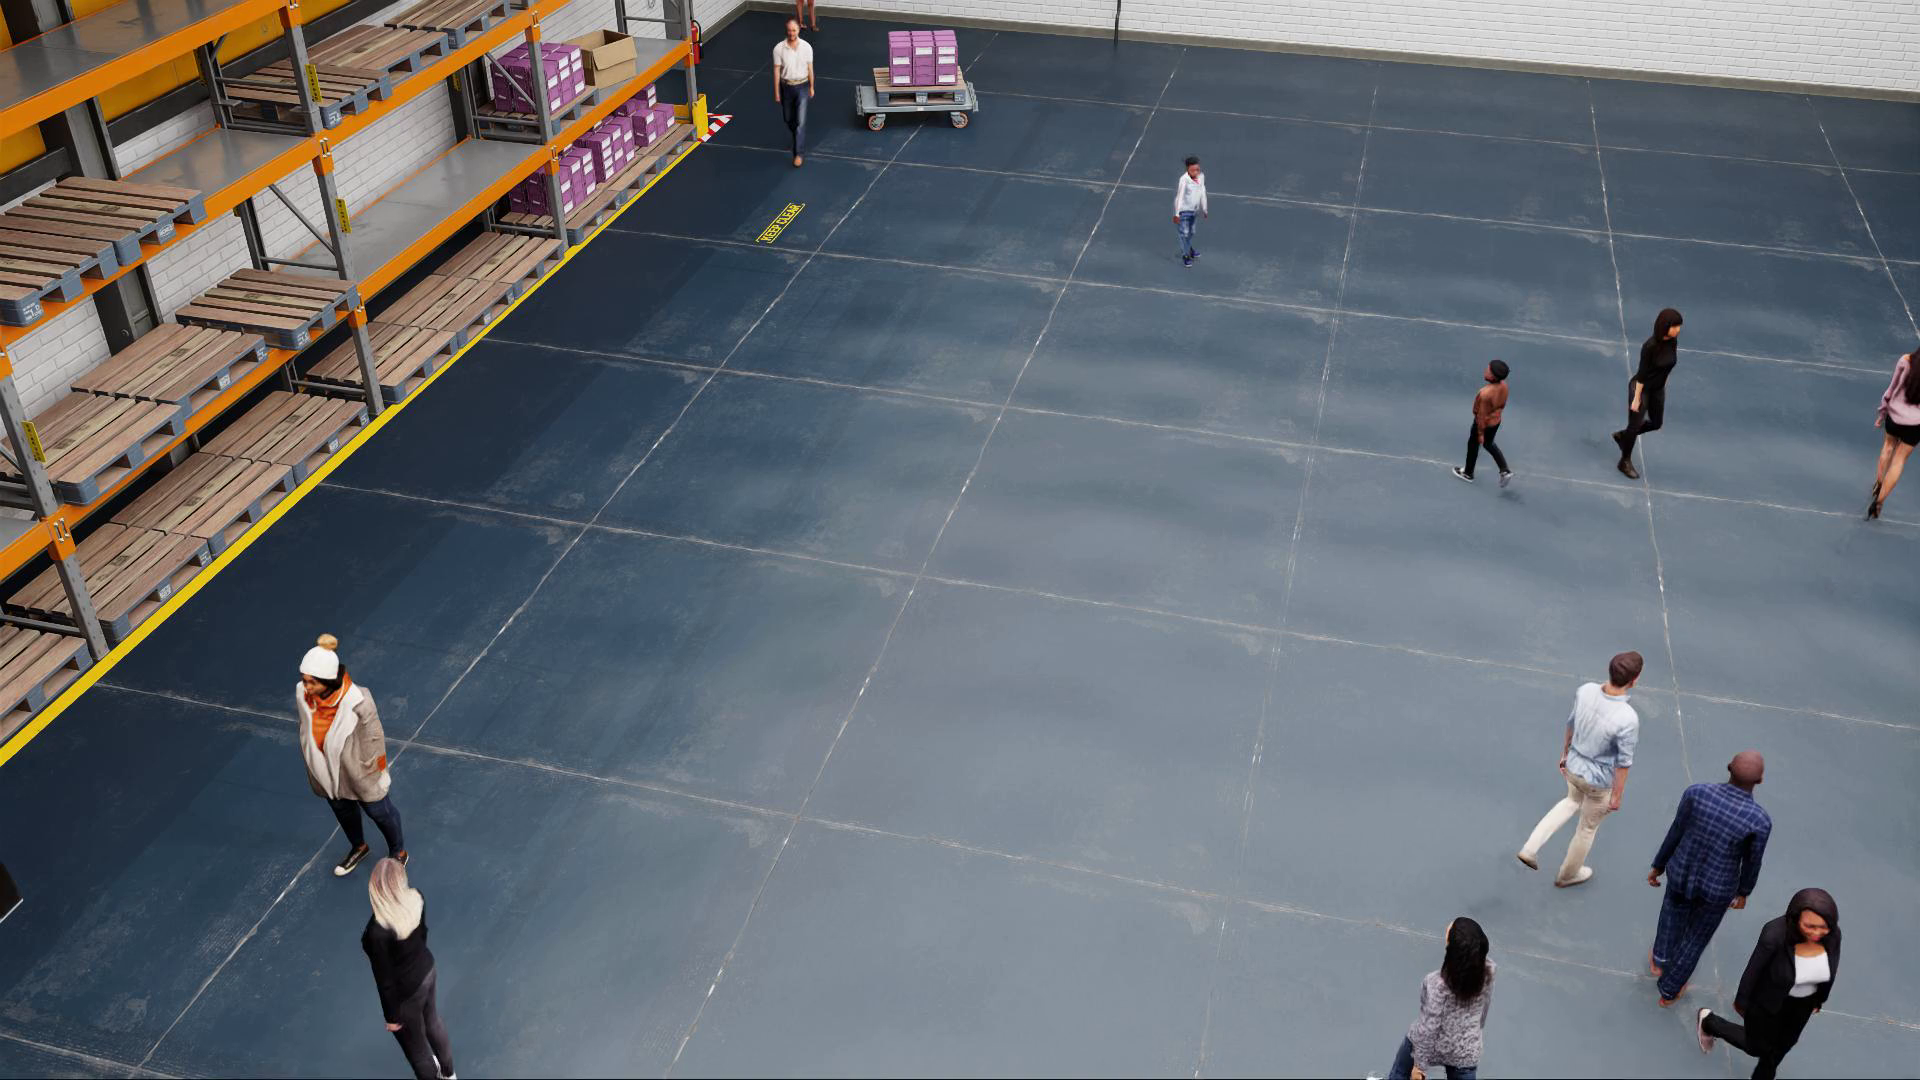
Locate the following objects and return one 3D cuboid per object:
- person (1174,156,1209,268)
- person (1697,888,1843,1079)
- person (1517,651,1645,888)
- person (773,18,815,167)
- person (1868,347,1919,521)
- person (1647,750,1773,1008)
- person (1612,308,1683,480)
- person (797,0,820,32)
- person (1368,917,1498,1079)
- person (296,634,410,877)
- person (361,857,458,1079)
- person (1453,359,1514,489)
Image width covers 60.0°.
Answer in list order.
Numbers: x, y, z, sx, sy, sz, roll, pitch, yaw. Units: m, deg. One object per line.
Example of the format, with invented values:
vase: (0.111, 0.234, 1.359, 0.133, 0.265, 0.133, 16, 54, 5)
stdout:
person: (2.567, -3.770, 18.838, 0.729, 1.246, 0.787, -23, 40, -31)
person: (4.454, 2.449, 9.163, 0.903, 1.599, 0.996, -11, 35, -16)
person: (3.872, 1.492, 10.389, 0.936, 1.835, 0.887, -14, 36, -20)
person: (-2.120, -5.824, 21.398, 0.868, 1.833, 1.199, 0, 34, 0)
person: (8.004, -0.948, 14.098, 0.815, 1.792, 0.911, 24, 40, 31)
person: (4.282, 2.001, 9.661, 0.822, 1.793, 0.846, 24, 40, 31)
person: (6.074, -1.358, 14.860, 0.771, 1.632, 0.838, -14, 36, -20)
person: (-2.468, -8.795, 26.149, 0.890, 1.520, 1.000, -18, 37, -24)
person: (2.592, 2.708, 8.689, 1.098, 1.691, 1.258, -12, 35, -17)
person: (-3.857, 1.373, 10.514, 0.692, 1.896, 0.647, 7, 34, 11)
person: (-2.982, 2.479, 9.059, 0.906, 1.663, 0.536, -1, 34, -2)
person: (4.712, -1.013, 14.694, 0.820, 1.242, 0.847, -24, 40, -31)
